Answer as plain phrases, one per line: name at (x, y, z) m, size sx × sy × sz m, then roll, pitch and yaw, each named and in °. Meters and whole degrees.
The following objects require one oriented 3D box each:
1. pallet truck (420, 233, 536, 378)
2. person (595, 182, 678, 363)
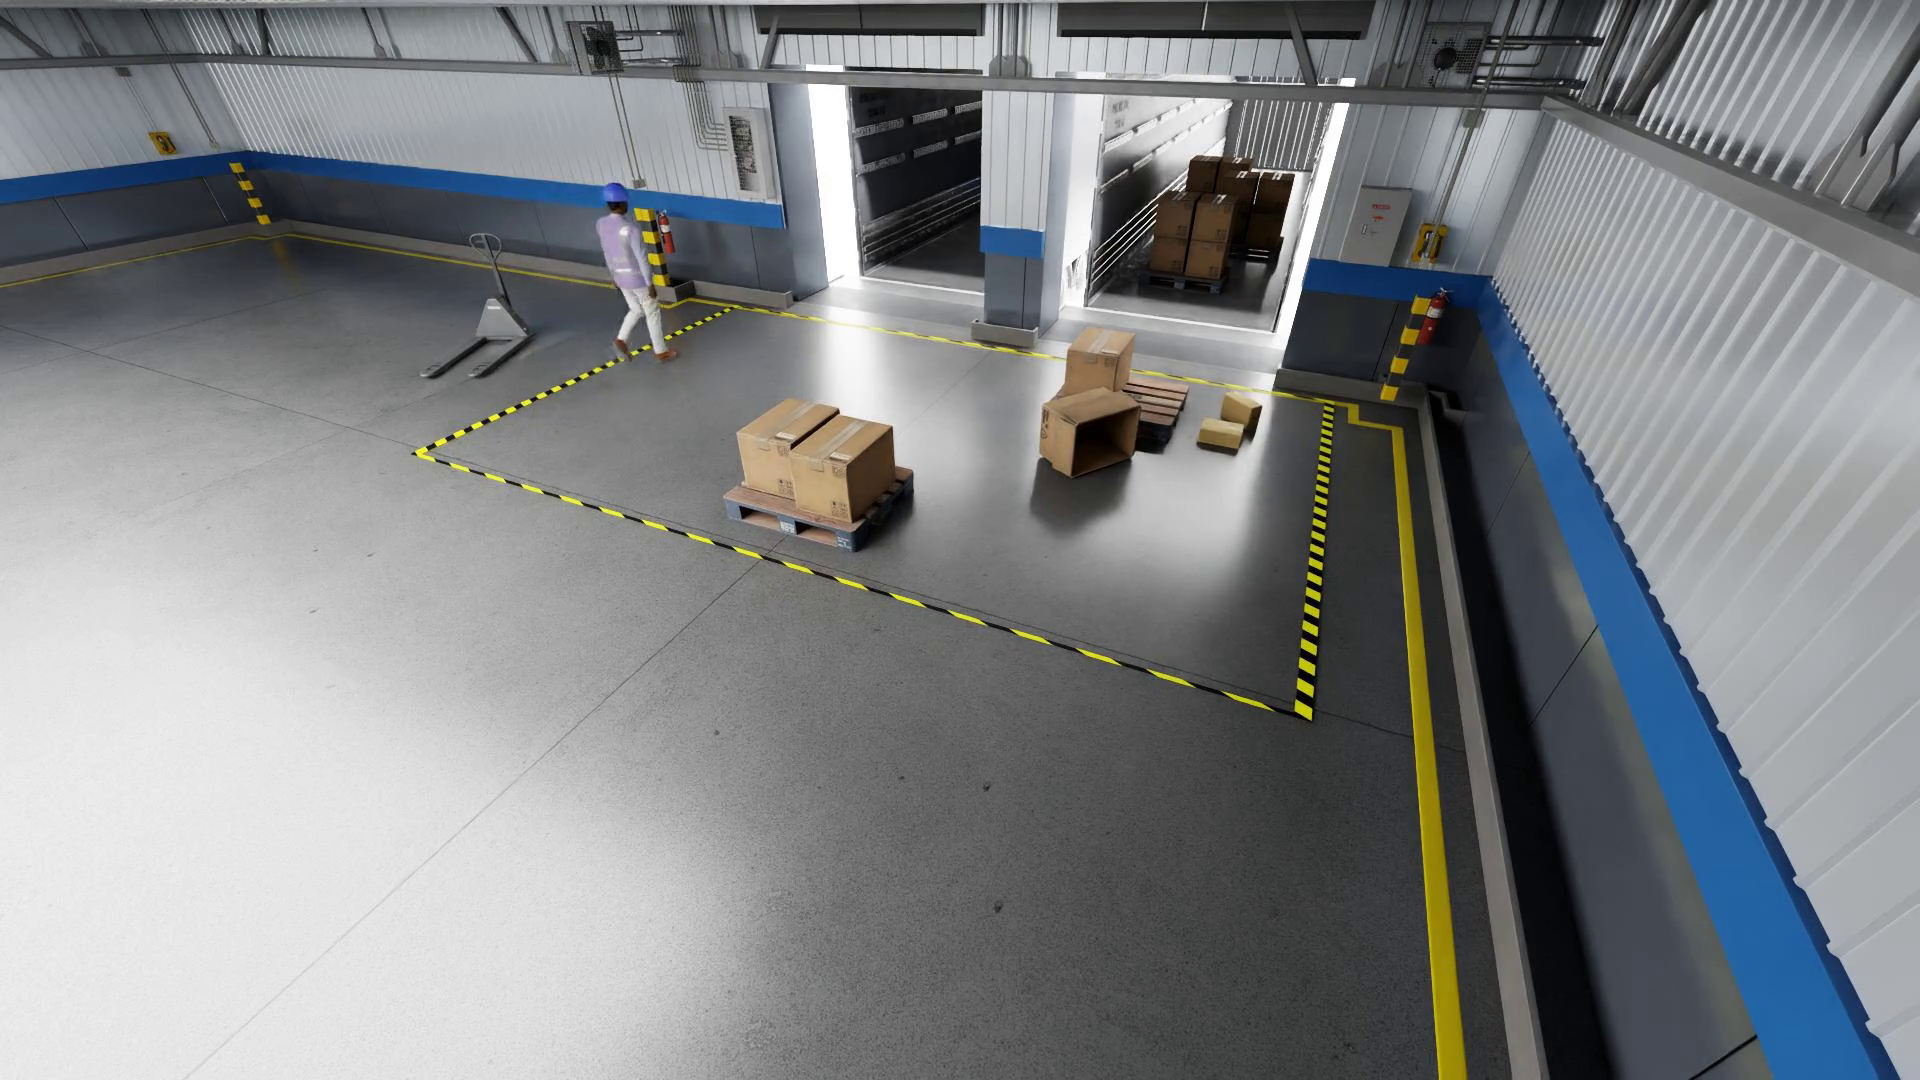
pallet truck at (-5.664, -2.712, 8.427) m, size 0.680 × 1.201 × 1.601 m, roll 0°, pitch 35°, yaw -1°
person at (-3.634, -2.842, 8.027) m, size 0.609 × 1.928 × 0.706 m, roll 18°, pitch 39°, yaw 23°
